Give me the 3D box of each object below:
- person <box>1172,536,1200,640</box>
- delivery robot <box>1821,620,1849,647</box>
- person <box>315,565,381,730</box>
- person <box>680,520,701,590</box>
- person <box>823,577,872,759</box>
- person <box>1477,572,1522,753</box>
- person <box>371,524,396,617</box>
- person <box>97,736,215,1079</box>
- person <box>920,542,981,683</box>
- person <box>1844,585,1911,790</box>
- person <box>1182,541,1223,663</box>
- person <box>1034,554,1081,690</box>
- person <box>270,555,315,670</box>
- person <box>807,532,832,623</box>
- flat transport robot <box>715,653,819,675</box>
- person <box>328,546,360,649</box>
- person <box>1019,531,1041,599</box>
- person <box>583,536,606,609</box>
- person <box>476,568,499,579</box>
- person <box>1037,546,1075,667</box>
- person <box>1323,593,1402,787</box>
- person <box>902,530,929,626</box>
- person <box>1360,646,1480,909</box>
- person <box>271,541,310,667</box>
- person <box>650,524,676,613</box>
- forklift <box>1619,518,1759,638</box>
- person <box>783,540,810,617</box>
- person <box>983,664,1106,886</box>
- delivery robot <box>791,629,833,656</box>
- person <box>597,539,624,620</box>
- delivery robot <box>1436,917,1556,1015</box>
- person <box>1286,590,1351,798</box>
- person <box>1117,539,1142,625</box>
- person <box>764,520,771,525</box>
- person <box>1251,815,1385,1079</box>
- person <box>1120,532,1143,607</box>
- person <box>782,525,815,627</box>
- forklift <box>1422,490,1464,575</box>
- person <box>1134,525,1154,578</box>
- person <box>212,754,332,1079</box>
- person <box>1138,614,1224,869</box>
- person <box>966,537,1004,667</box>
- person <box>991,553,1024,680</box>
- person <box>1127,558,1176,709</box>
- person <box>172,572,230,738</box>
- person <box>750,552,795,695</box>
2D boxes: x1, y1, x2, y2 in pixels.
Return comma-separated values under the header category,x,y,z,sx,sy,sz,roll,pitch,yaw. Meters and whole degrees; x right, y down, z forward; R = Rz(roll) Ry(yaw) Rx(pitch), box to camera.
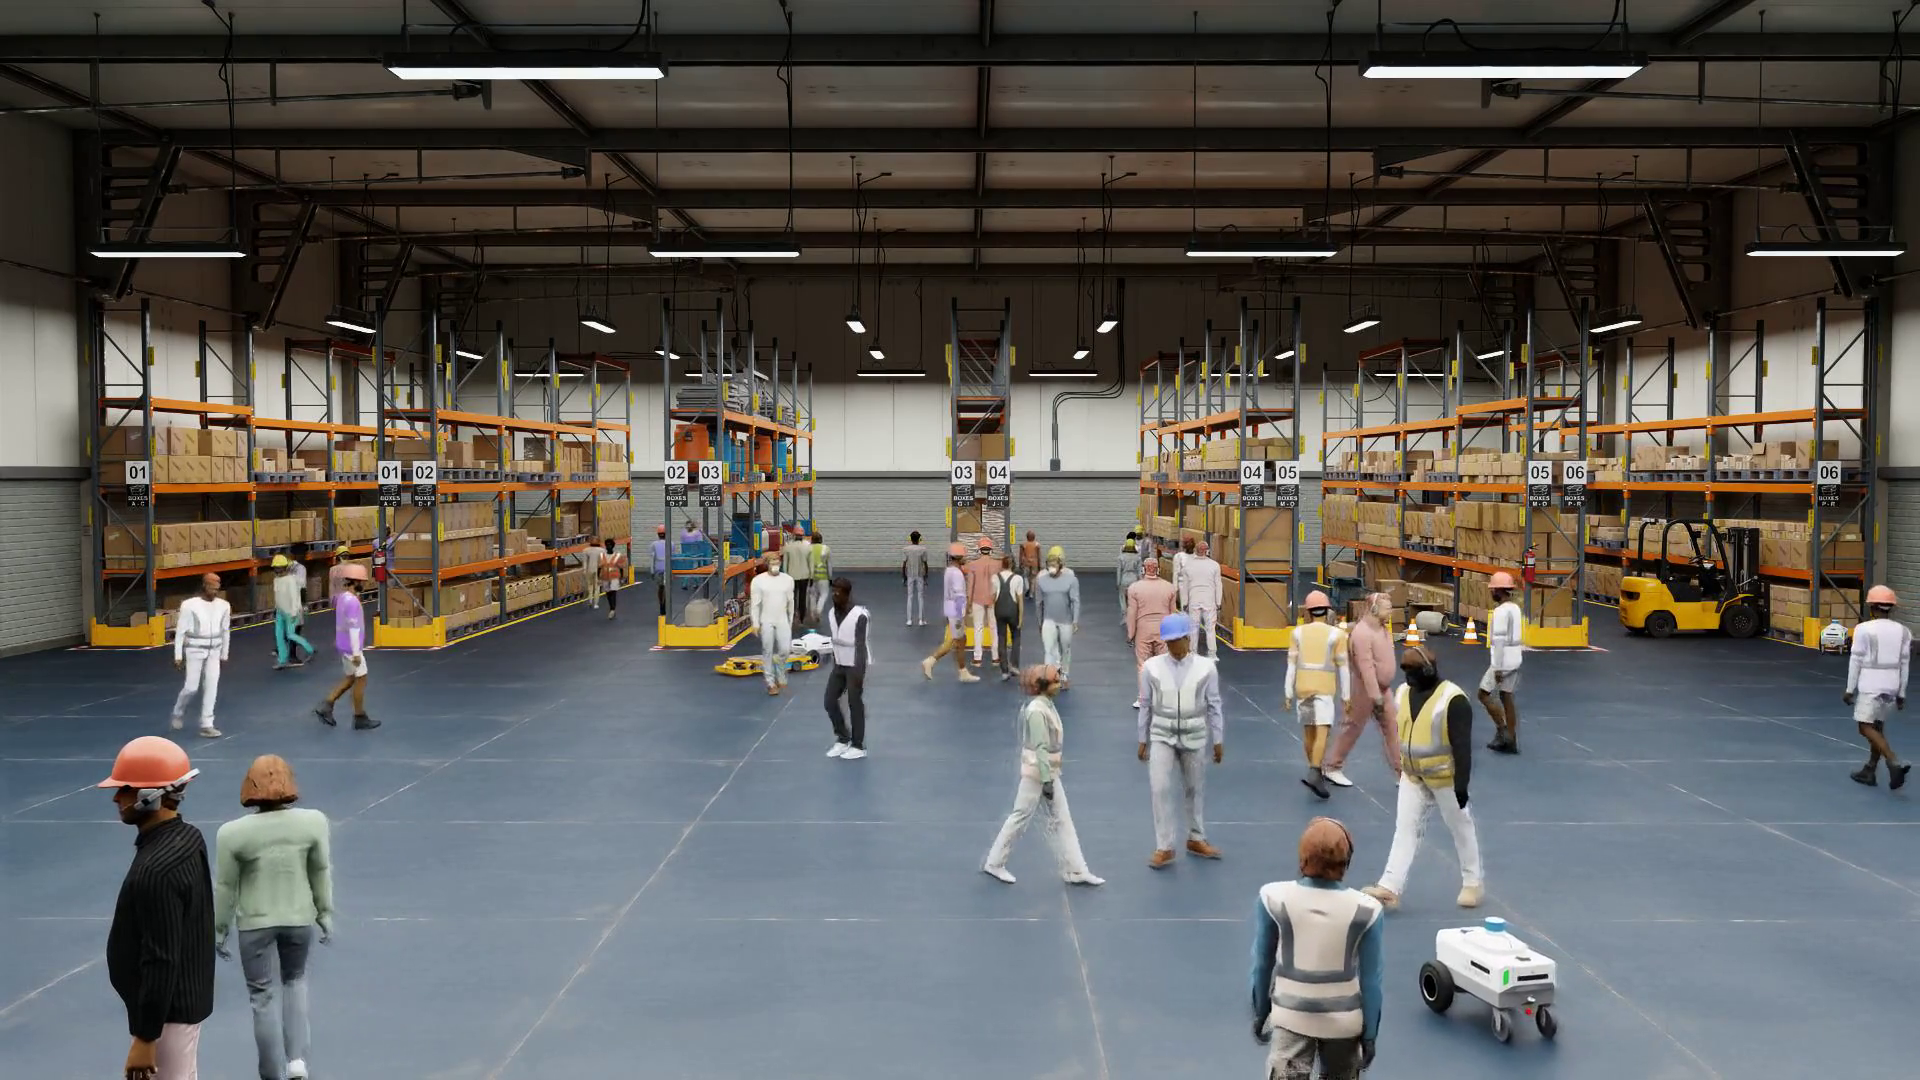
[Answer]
category,x,y,z,sx,sy,sz,roll,pitch,yaw
person,4.097,0.866,28.836,0.596,1.851,0.792,0,2,0
delivery robot,14.484,1.567,26.726,0.477,0.478,0.707,2,3,35
person,-7.096,1.242,18.687,0.652,1.915,0.567,-2,3,-35
person,-6.974,0.382,41.854,0.581,1.799,0.955,0,2,8
person,-1.181,1.332,16.770,0.590,1.894,0.514,2,3,44
person,5.762,1.298,17.205,0.443,1.916,0.566,2,3,40
person,-11.996,0.633,33.732,0.634,1.939,0.367,0,2,6
person,-2.927,1.710,5.907,0.382,1.995,0.612,-1,2,-18
person,-0.139,1.030,22.840,0.832,2.022,0.615,-1,2,-13
person,8.667,1.381,15.166,0.549,1.917,0.808,0,2,-9
person,3.827,0.976,25.474,0.639,1.910,0.407,1,2,18
person,1.316,1.136,21.888,0.647,1.879,1.057,0,2,10
person,-10.199,1.084,24.591,0.543,1.748,0.604,1,3,31
person,-2.850,0.748,32.207,0.664,1.826,0.438,0,2,12
flat transport robot,-2.893,1.852,24.233,1.431,0.197,0.652,-2,3,-39
person,-10.448,0.976,27.388,0.526,1.754,0.335,-2,3,-38
person,1.680,0.590,38.577,0.541,1.624,0.372,0,2,0
person,-8.075,0.707,35.791,0.534,1.610,0.594,0,2,-3
person,-10.855,0.462,36.920,0.630,2.026,0.711,0,2,-1
person,1.447,1.027,24.386,0.592,1.902,0.867,-1,2,-16
person,3.887,1.418,15.198,0.986,1.854,0.638,2,3,40
person,-0.878,0.746,31.723,0.531,1.870,0.316,0,2,3
person,3.181,1.614,10.973,0.990,1.773,0.704,-2,3,-34
person,-10.284,0.984,24.962,0.479,1.940,0.608,-2,3,-43
person,-6.341,0.621,34.438,0.555,1.912,0.823,0,2,3
forklift,13.417,0.684,29.791,2.313,2.155,1.214,0,2,0
person,-3.381,0.654,33.621,0.618,1.898,0.969,0,2,-4
person,0.570,1.683,11.593,0.877,1.595,0.524,1,2,16
delivery robot,-2.288,1.632,25.098,0.477,0.478,0.707,2,3,36
person,-7.187,0.792,33.248,0.541,1.663,0.848,0,2,6
delivery robot,2.881,2.283,8.700,0.477,0.478,0.707,-1,2,-15
person,3.311,1.414,15.032,0.589,1.878,1.032,1,3,26
person,3.288,0.834,31.388,0.508,1.717,0.715,0,2,-1
person,-5.638,0.243,47.294,0.277,1.636,0.503,1,2,20
person,1.381,1.885,6.247,0.510,1.609,0.721,0,2,10
person,3.832,0.659,36.056,0.541,1.696,0.315,1,3,29
person,-3.133,0.705,31.372,0.642,1.981,0.512,0,2,-11
forklift,13.926,-0.371,47.846,1.873,2.768,1.129,0,2,0
person,4.218,0.541,37.703,0.620,1.805,0.595,1,2,14
person,-3.269,1.820,7.656,0.522,1.618,0.424,-2,3,-37
person,1.684,1.508,12.295,0.650,1.912,0.603,0,2,6
person,0.388,0.954,24.936,0.624,1.992,0.386,-1,2,-13
person,0.701,1.102,23.389,0.496,1.818,0.577,1,2,15
person,2.407,1.178,20.406,0.644,1.907,0.400,0,2,-10
person,-8.620,1.286,18.275,0.679,1.862,0.622,2,3,36
person,-2.477,1.125,21.556,0.646,1.913,0.674,-1,2,-23
